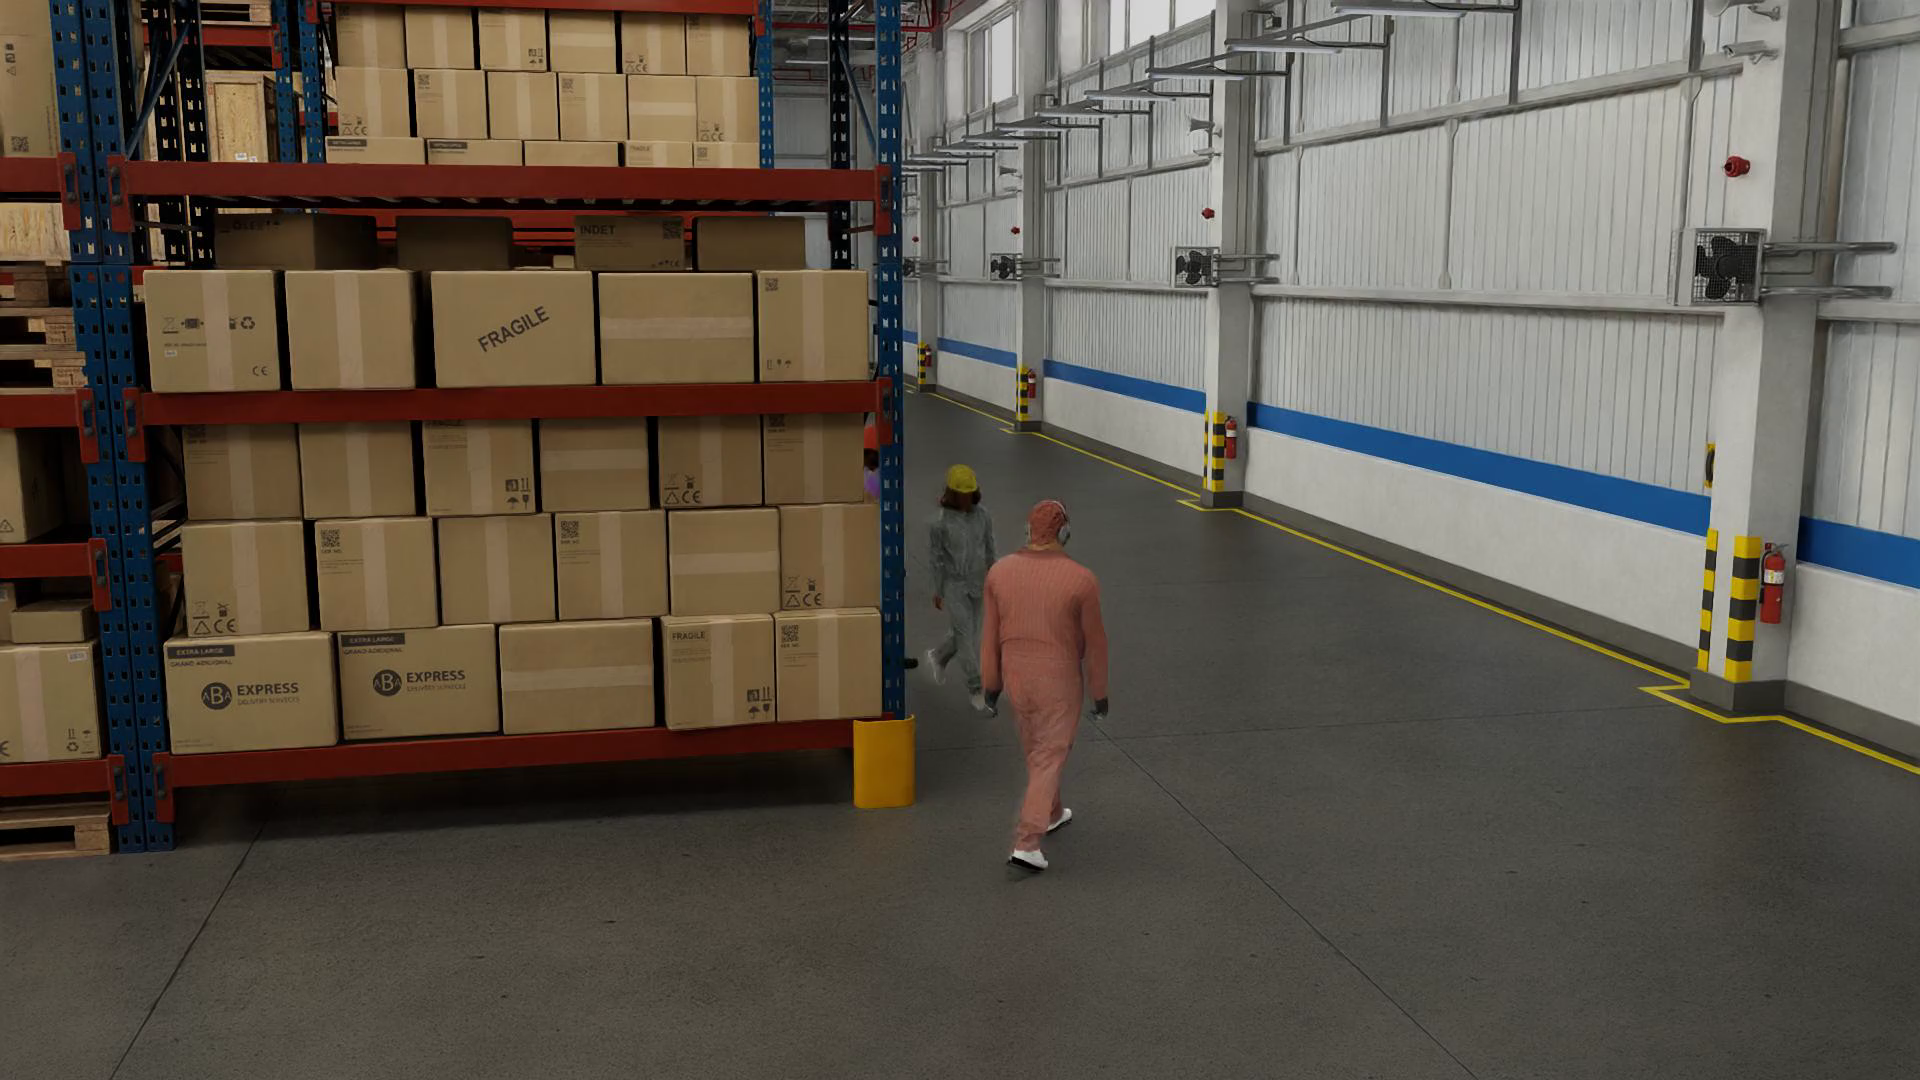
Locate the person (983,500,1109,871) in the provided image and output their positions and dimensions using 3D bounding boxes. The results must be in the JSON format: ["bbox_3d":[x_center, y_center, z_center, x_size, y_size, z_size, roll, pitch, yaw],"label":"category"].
[{"bbox_3d":[0.442,0.722,8.553,0.656,1.860,0.981,6,11,31],"label":"person"}]

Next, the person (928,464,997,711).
[{"bbox_3d":[-0.022,0.295,11.584,0.520,1.706,0.743,-5,11,-29],"label":"person"}]

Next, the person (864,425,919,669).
[{"bbox_3d":[-0.741,0.094,12.248,0.901,1.896,0.547,-3,10,-20],"label":"person"}]
